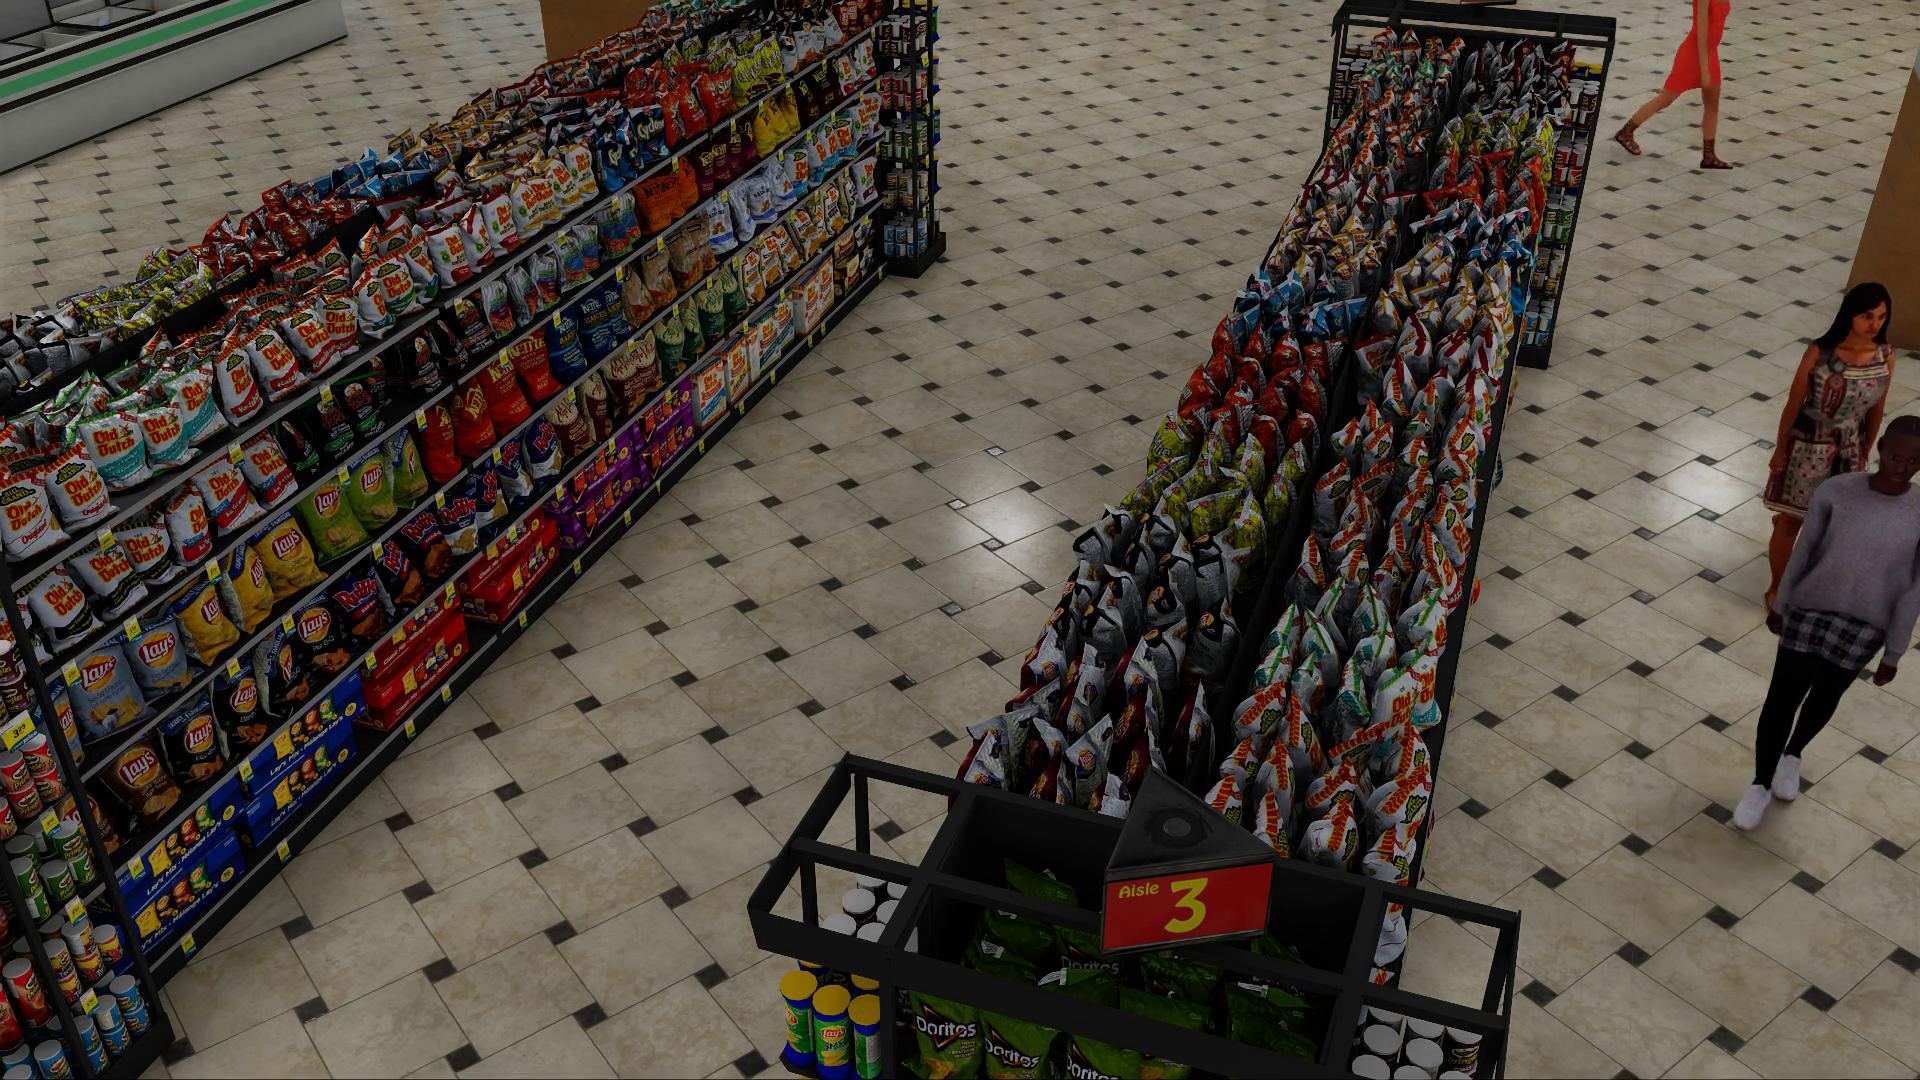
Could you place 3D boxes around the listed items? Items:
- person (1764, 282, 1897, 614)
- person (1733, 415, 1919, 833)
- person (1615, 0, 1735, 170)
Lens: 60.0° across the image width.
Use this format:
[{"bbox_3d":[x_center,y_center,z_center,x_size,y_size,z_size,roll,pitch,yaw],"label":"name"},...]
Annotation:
[{"bbox_3d":[3.968,-0.458,7.716,0.763,1.638,0.887,3,32,5],"label":"person"},{"bbox_3d":[3.412,0.264,6.443,0.704,1.755,0.861,16,35,23],"label":"person"},{"bbox_3d":[5.616,-3.723,12.924,0.948,1.680,1.180,25,40,35],"label":"person"}]
